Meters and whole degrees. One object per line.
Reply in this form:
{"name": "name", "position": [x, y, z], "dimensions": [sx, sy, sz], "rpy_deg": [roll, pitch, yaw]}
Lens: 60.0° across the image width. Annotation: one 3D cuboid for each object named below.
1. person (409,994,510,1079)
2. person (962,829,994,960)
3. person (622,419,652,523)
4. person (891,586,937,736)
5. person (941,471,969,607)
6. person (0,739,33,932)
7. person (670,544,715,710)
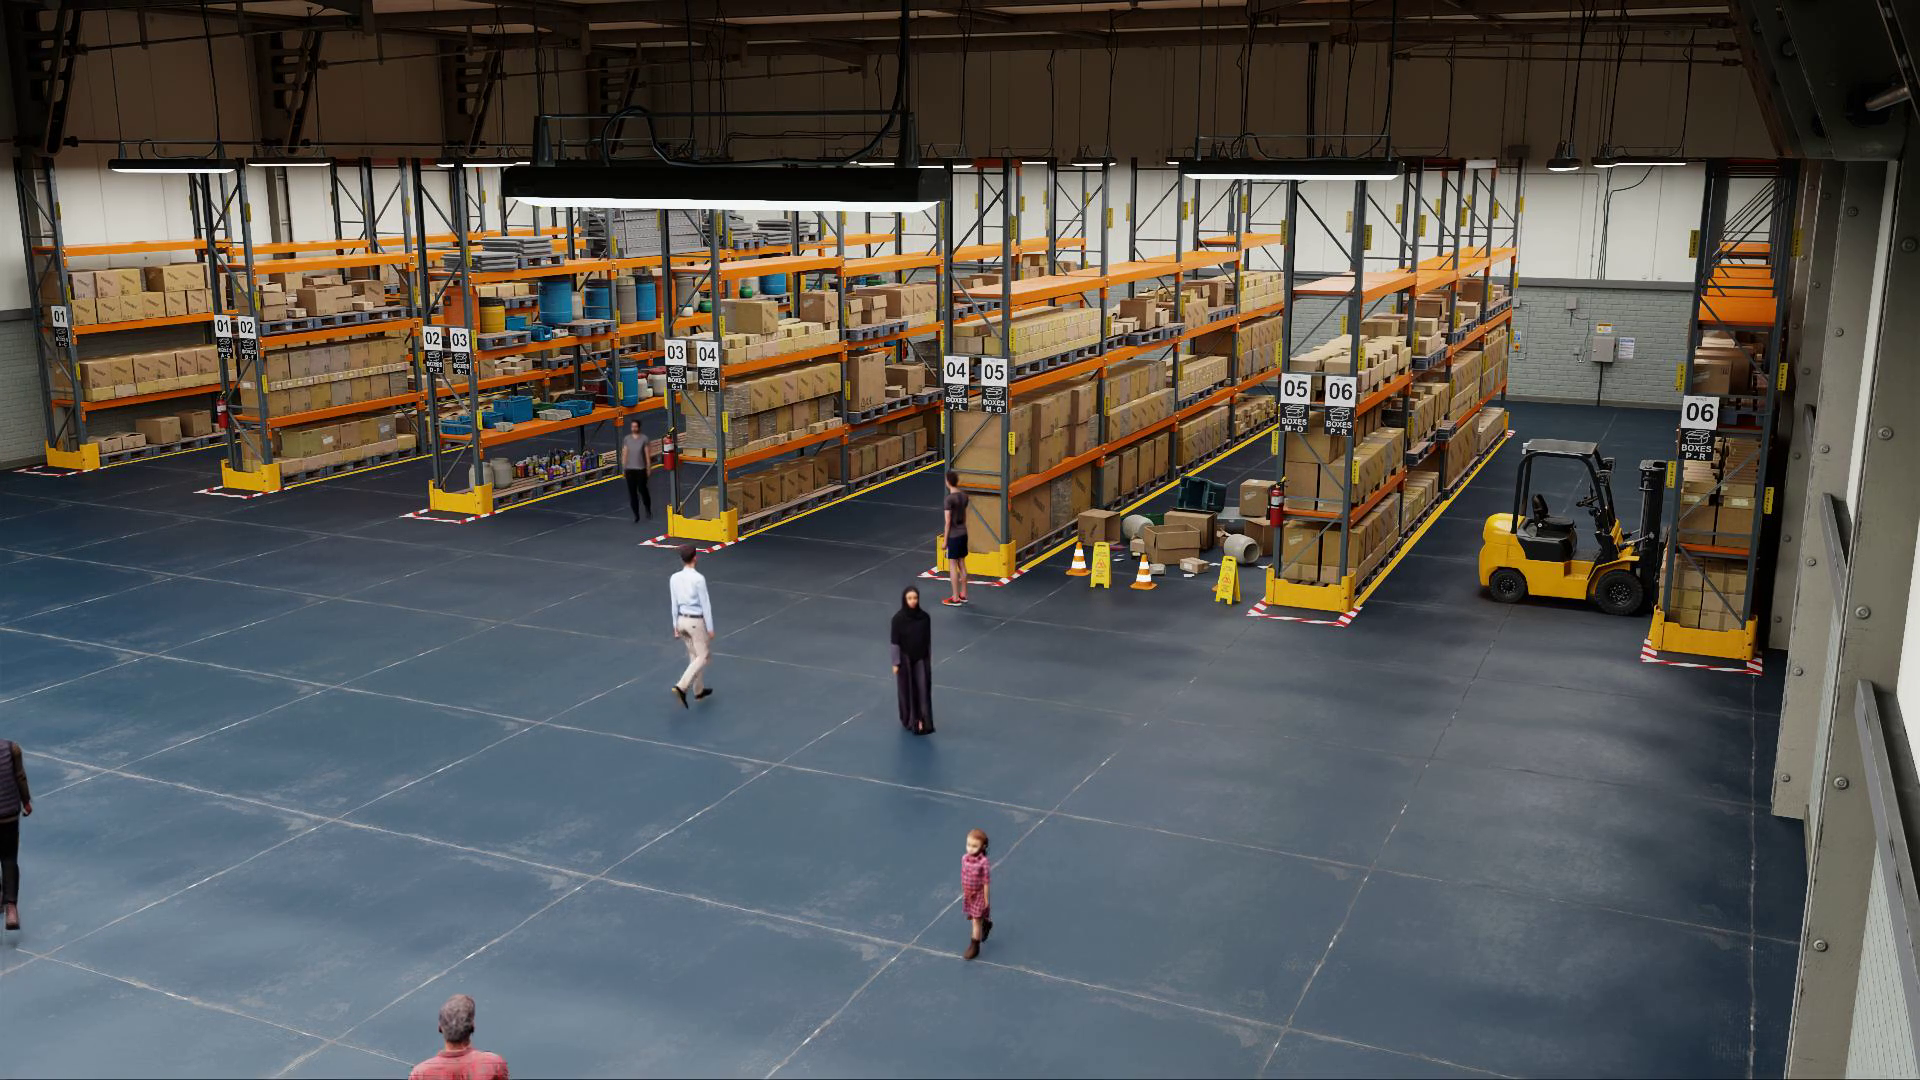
{"name": "person", "position": [-2.568, 3.290, 8.581], "dimensions": [1.124, 1.794, 1.252], "rpy_deg": [-3, 13, -13]}
{"name": "person", "position": [0.148, 2.705, 12.830], "dimensions": [0.480, 1.017, 0.626], "rpy_deg": [9, 16, 34]}
{"name": "person", "position": [-5.433, -1.187, 28.024], "dimensions": [0.726, 1.744, 0.757], "rpy_deg": [1, 13, 6]}
{"name": "person", "position": [-0.526, 1.255, 17.785], "dimensions": [0.985, 1.606, 1.118], "rpy_deg": [-3, 13, -12]}
{"name": "person", "position": [-0.057, -0.031, 22.795], "dimensions": [0.750, 1.851, 0.551], "rpy_deg": [9, 16, 34]}
{"name": "person", "position": [-7.632, 2.230, 13.151], "dimensions": [1.218, 1.797, 1.206], "rpy_deg": [-7, 15, -26]}
{"name": "person", "position": [-3.001, 0.984, 18.483], "dimensions": [0.691, 1.819, 1.050], "rpy_deg": [7, 15, 28]}
